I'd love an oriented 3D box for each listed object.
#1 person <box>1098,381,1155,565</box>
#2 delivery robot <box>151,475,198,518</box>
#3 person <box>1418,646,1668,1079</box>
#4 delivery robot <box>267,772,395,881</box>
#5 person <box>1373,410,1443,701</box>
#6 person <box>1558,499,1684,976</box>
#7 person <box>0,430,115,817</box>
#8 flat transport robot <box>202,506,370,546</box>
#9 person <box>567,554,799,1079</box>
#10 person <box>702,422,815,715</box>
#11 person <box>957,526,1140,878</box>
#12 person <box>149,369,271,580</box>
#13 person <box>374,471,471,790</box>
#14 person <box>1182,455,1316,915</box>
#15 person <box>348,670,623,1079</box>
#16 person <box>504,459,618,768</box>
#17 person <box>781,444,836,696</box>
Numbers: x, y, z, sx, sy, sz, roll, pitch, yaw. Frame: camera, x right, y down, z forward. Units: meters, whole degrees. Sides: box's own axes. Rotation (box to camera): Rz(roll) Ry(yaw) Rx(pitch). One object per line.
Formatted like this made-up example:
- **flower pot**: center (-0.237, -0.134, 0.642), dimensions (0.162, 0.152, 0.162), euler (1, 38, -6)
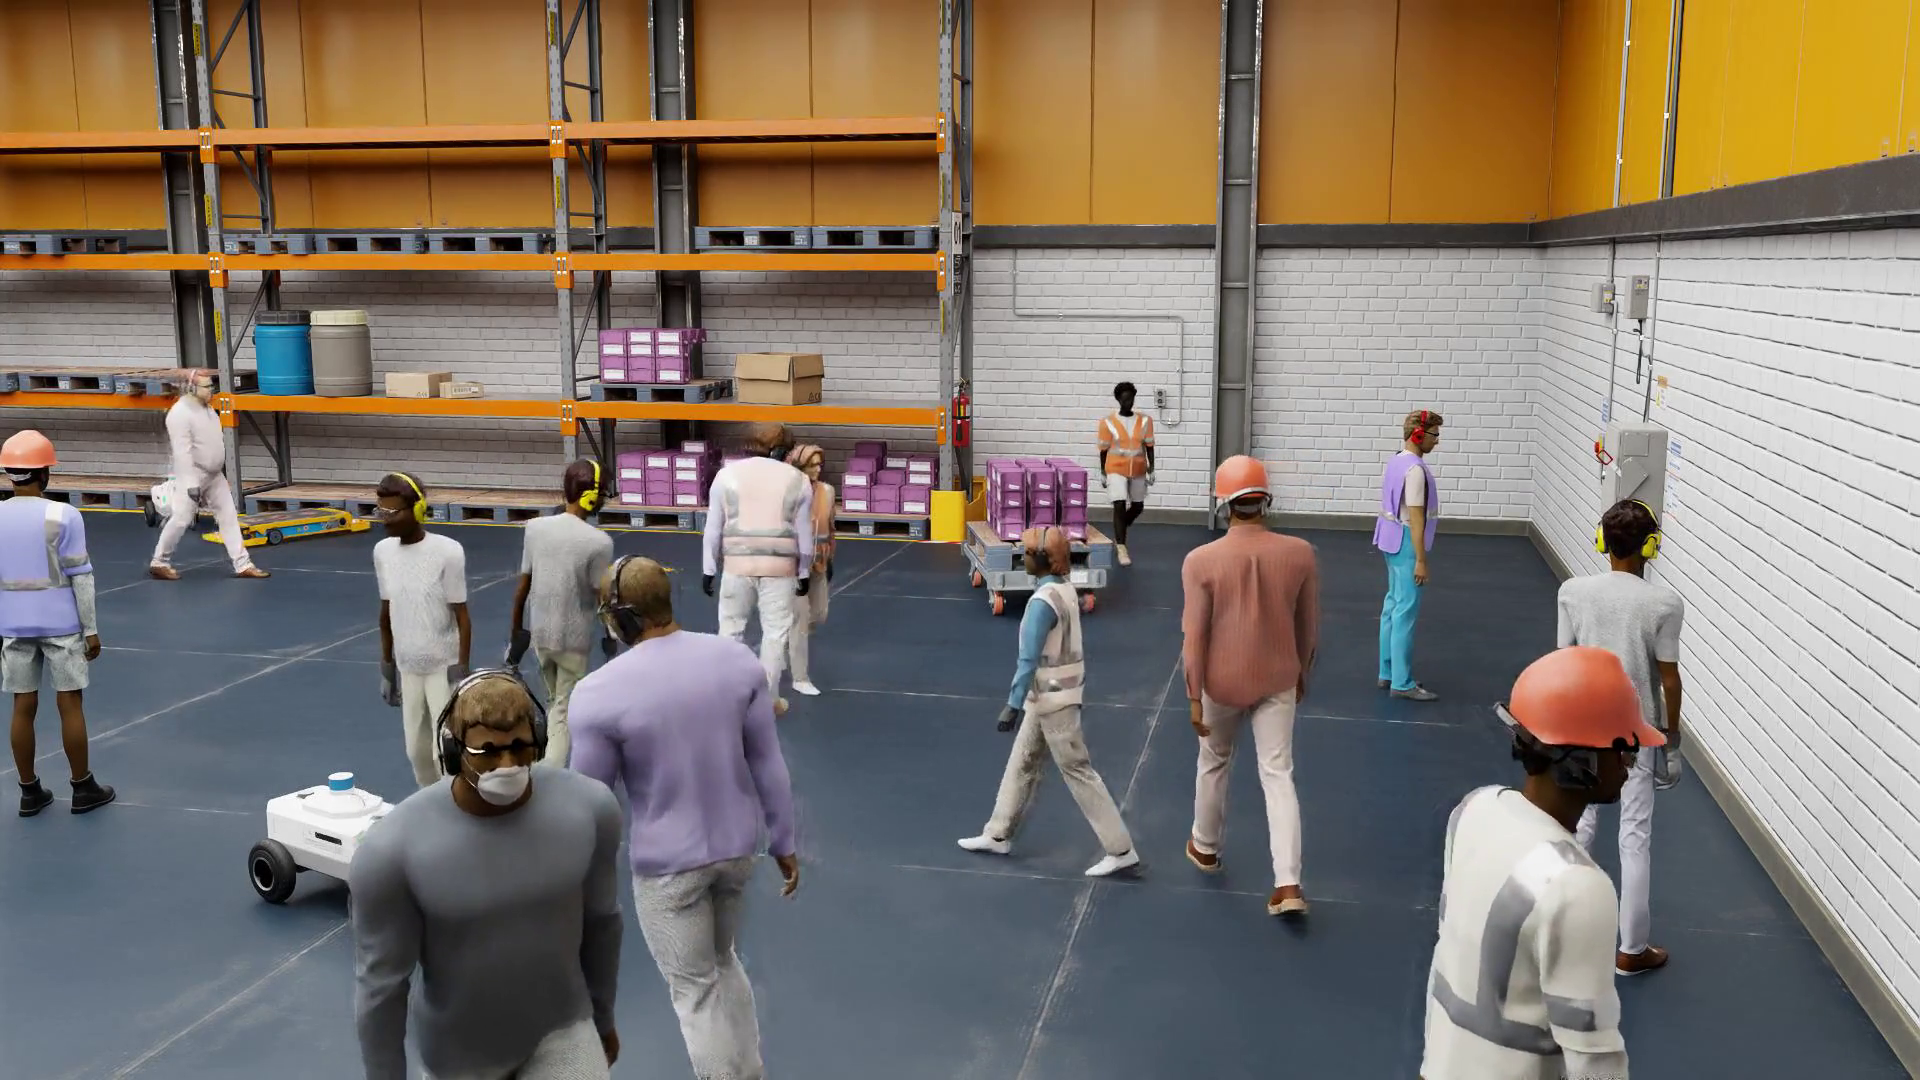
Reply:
- **person**: center (1.517, -0.641, 15.394), dimensions (0.537, 1.679, 0.705), euler (-2, 10, -12)
- **delivery robot**: center (-8.120, -0.433, 17.184), dimensions (0.477, 0.478, 0.707), euler (-6, 12, -33)
- **person**: center (1.216, 1.202, 3.577), dimensions (1.065, 1.983, 0.631), euler (0, 10, 1)
- **delivery robot**: center (-2.668, 1.252, 7.207), dimensions (0.707, 0.478, 0.477), euler (6, 12, 33)
- **person**: center (2.832, 0.091, 10.565), dimensions (0.388, 1.838, 0.563), euler (0, 10, 0)
- **person**: center (2.572, 0.765, 6.501), dimensions (0.507, 1.865, 0.329), euler (8, 13, 40)
- **person**: center (-4.586, 0.421, 8.315), dimensions (0.543, 1.940, 0.361), euler (-1, 10, -5)
- **flat transport robot**: center (-6.721, -0.149, 16.619), dimensions (0.652, 0.197, 1.431), euler (7, 12, 37)
- **person**: center (-0.836, 0.991, 5.074), dimensions (0.654, 1.890, 0.570), euler (-8, 12, -39)
- **person**: center (-1.242, 0.189, 10.109), dimensions (0.725, 1.803, 0.471), euler (-1, 10, -4)
- **person**: center (0.429, 0.726, 7.529), dimensions (0.872, 1.595, 0.524), euler (2, 10, 11)
- **person**: center (-6.591, -0.557, 14.379), dimensions (1.009, 1.857, 0.648), euler (1, 10, 7)
- **person**: center (-2.427, 0.602, 7.546), dimensions (0.528, 1.849, 0.385), euler (4, 10, 22)
- **person**: center (1.264, 0.609, 7.196), dimensions (0.624, 1.951, 1.023), euler (-1, 10, -4)
- **person**: center (-1.038, 1.212, 3.825), dimensions (0.637, 1.877, 0.993), euler (-5, 11, -29)
- **person**: center (-1.901, 0.513, 8.071), dimensions (0.605, 1.827, 0.544), euler (4, 10, 23)
- **person**: center (-1.061, 0.171, 10.765), dimensions (0.511, 1.620, 0.564), euler (-9, 13, -44)
